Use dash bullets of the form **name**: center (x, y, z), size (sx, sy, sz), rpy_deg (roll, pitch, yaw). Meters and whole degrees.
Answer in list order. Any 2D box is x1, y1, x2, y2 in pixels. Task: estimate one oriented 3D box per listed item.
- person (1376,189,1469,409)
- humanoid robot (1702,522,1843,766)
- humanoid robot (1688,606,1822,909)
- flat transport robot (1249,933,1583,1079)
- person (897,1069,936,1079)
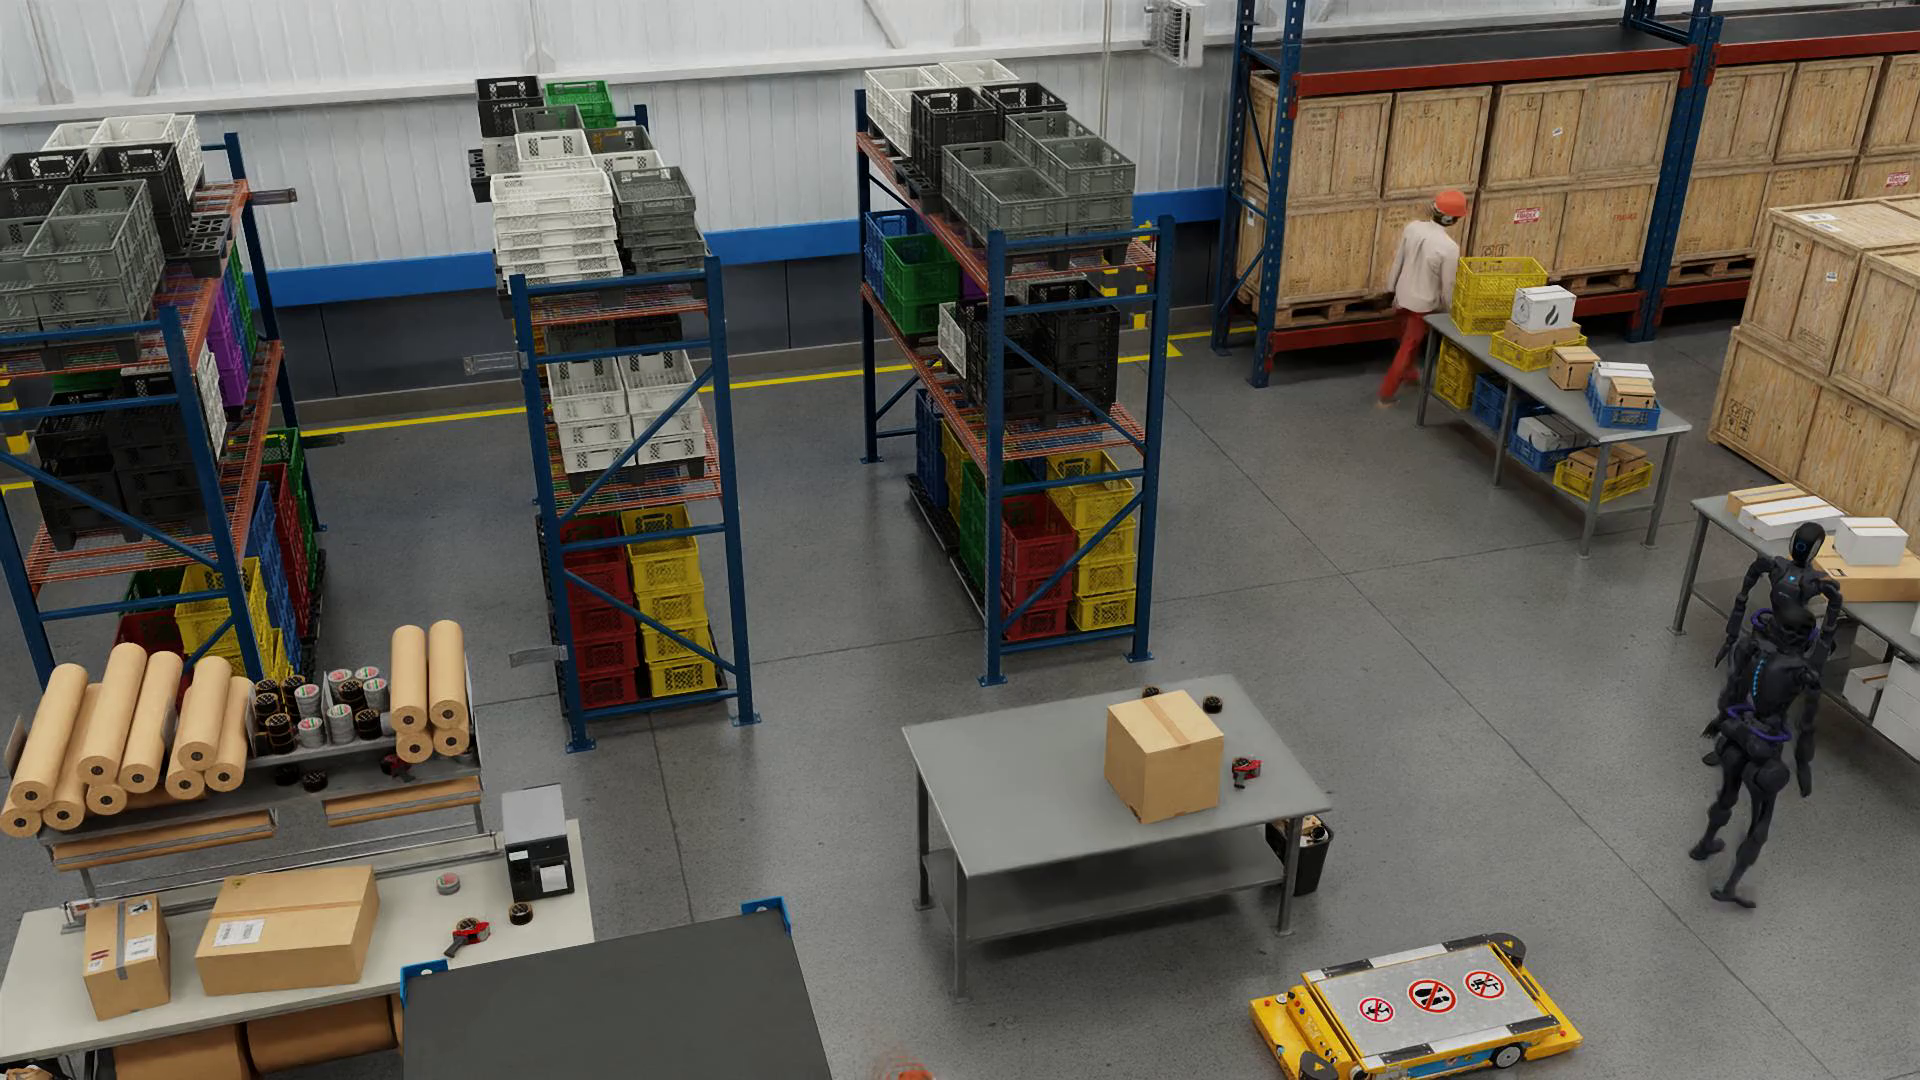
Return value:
- **person**: center (3.996, -2.049, 14.143), size (0.831, 1.951, 0.633), rpy_deg (-15, 32, -25)
- **humanoid robot**: center (4.658, 0.643, 9.512), size (0.588, 1.660, 0.328), rpy_deg (24, 37, 36)
- **humanoid robot**: center (4.157, 1.092, 8.720), size (0.514, 1.638, 0.750), rpy_deg (-7, 30, -13)
- **flat transport robot**: center (2.184, 2.282, 7.980), size (1.431, 0.197, 0.652), rpy_deg (-8, 30, -14)
- **person**: center (-0.164, 2.534, 5.897), size (0.584, 1.860, 0.728), rpy_deg (-25, 37, -37)
